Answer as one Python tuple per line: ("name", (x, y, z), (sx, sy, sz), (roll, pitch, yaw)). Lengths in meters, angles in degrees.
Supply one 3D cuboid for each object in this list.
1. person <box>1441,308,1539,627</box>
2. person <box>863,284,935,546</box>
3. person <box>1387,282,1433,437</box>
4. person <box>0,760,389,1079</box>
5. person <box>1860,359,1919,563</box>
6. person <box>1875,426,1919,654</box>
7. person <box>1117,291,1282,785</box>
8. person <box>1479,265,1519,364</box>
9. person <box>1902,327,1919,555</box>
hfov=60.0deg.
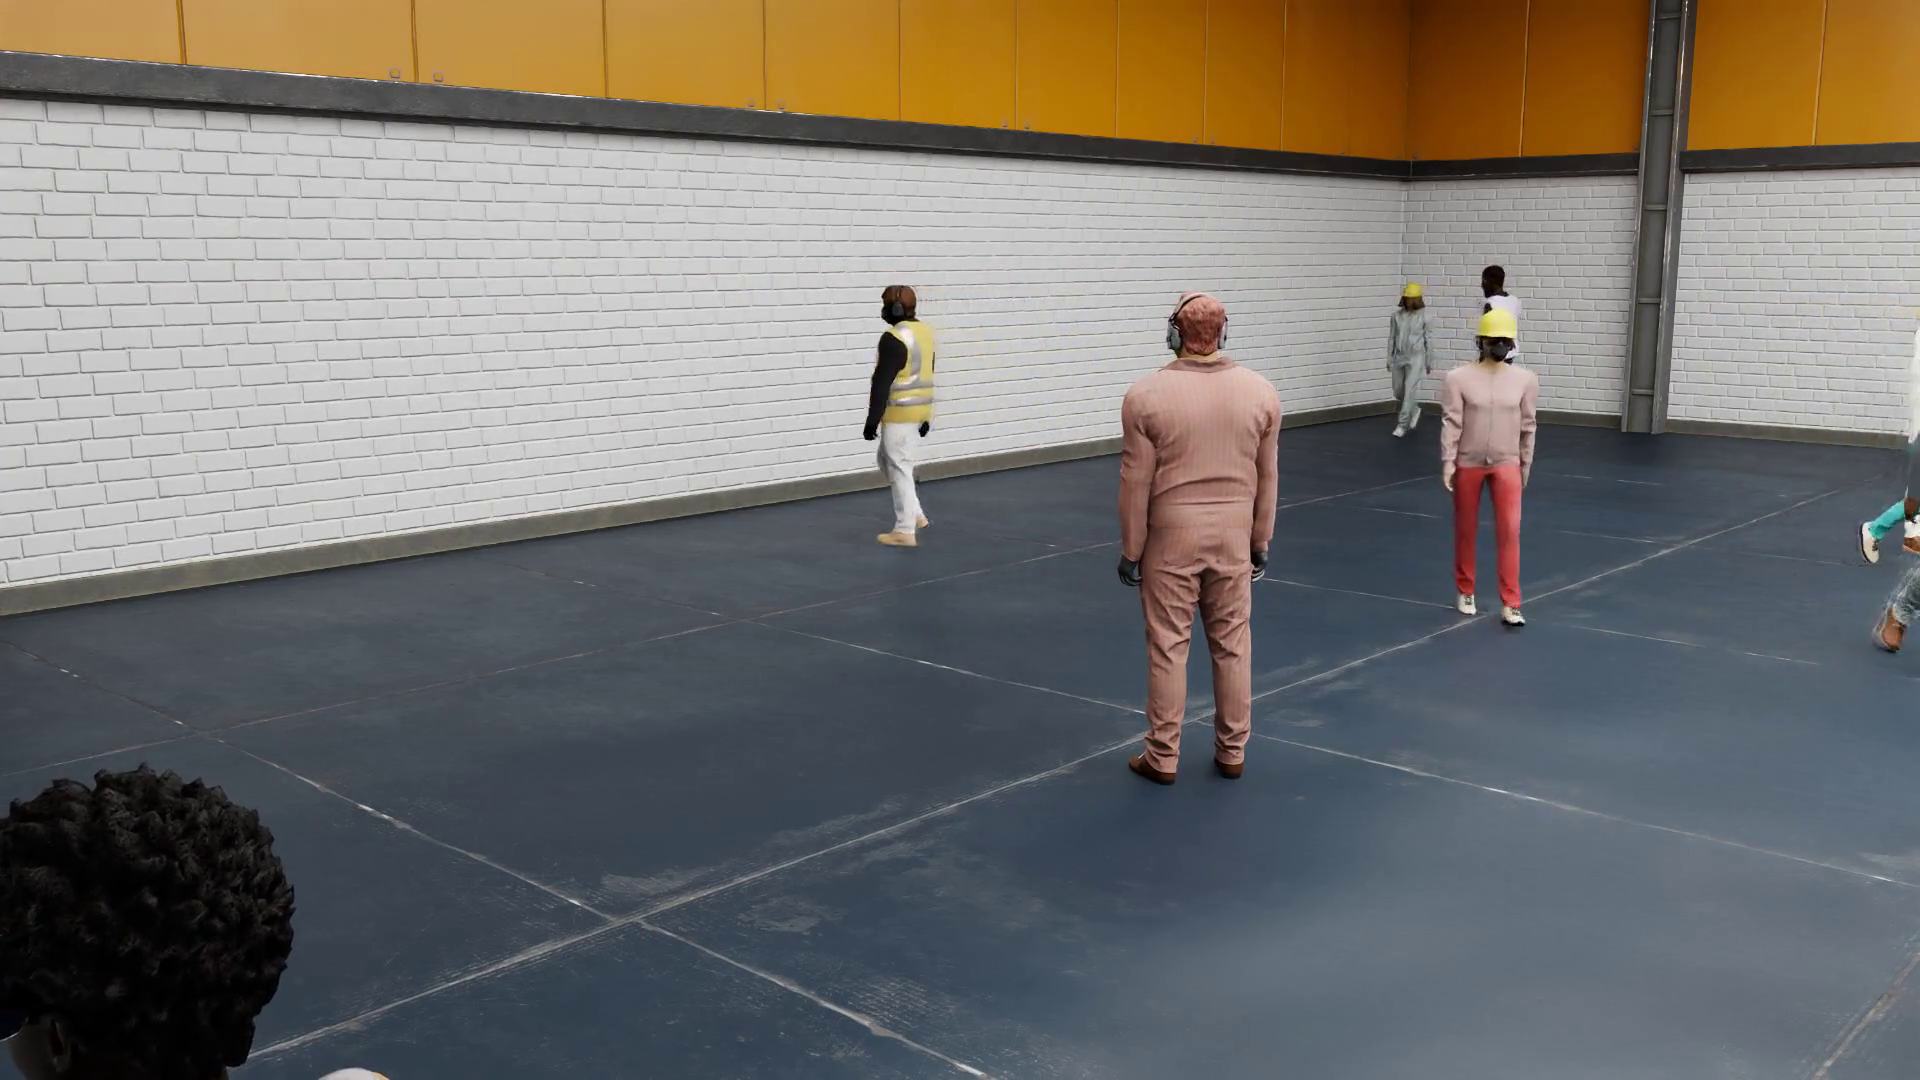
("person", (2.916, -0.395, 9.172), (0.523, 1.738, 0.817), (2, 10, 10))
("person", (-0.425, -0.858, 11.592), (0.465, 1.826, 0.628), (3, 10, 16))
("person", (5.014, -2.014, 18.480), (0.489, 1.708, 0.745), (8, 13, 40))
("person", (-0.589, 1.009, 1.338), (0.318, 1.691, 0.534), (3, 10, 16))
("person", (6.077, -0.623, 10.456), (0.531, 1.748, 0.572), (-5, 11, -27))
("person", (4.898, -0.261, 8.112), (0.641, 1.875, 1.031), (-1, 10, -8))
("person", (0.906, 0.000, 6.453), (0.643, 1.913, 0.411), (-2, 10, -13))
("person", (5.507, -1.843, 17.042), (0.445, 1.904, 0.658), (8, 13, 38))
("person", (6.708, -0.835, 11.284), (0.572, 1.884, 0.356), (-2, 10, -14))
